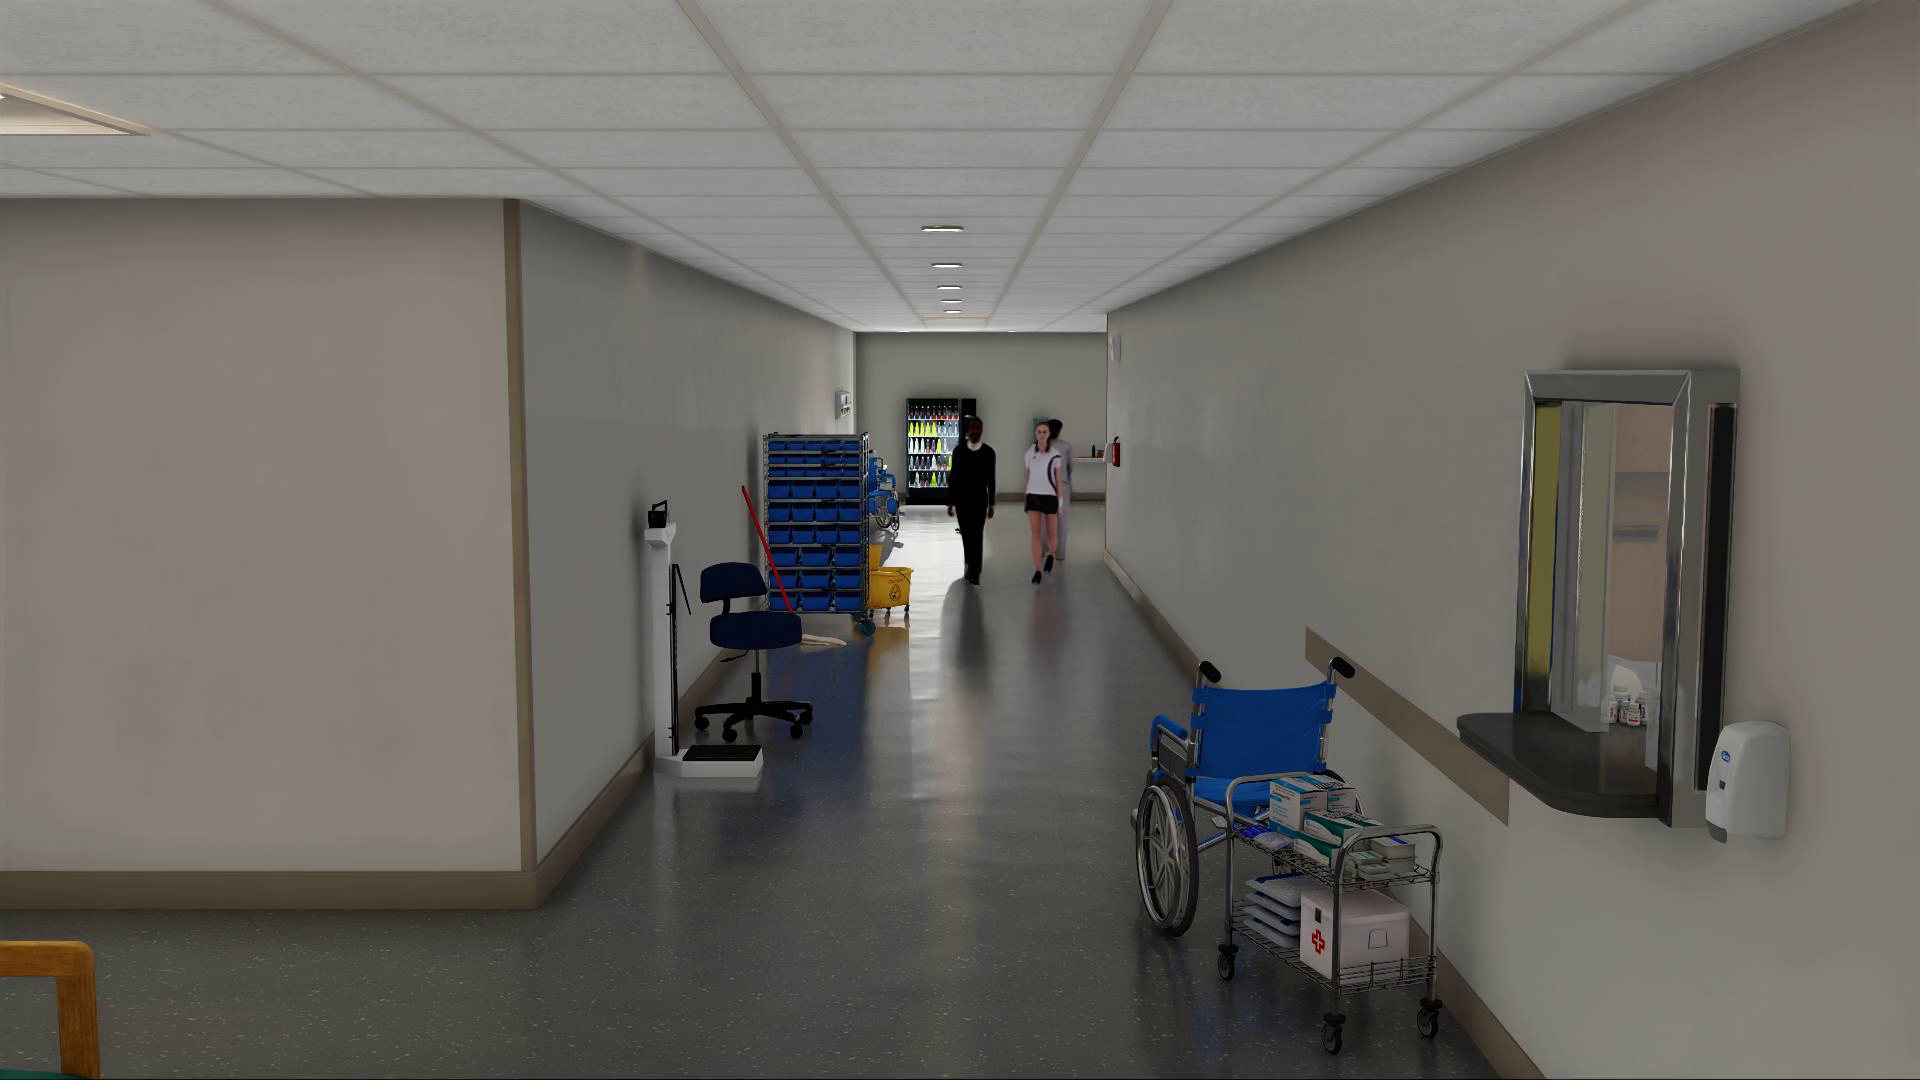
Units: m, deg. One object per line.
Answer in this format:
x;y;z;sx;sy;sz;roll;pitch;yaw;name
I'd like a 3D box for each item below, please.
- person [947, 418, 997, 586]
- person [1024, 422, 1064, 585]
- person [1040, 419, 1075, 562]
0.118;-0.395;17.869;1.183;1.759;0.798;1;6;6;person
0.917;-0.407;18.114;0.991;1.733;0.748;1;6;9;person
1.147;-0.552;19.798;1.100;1.685;0.728;0;6;1;person
